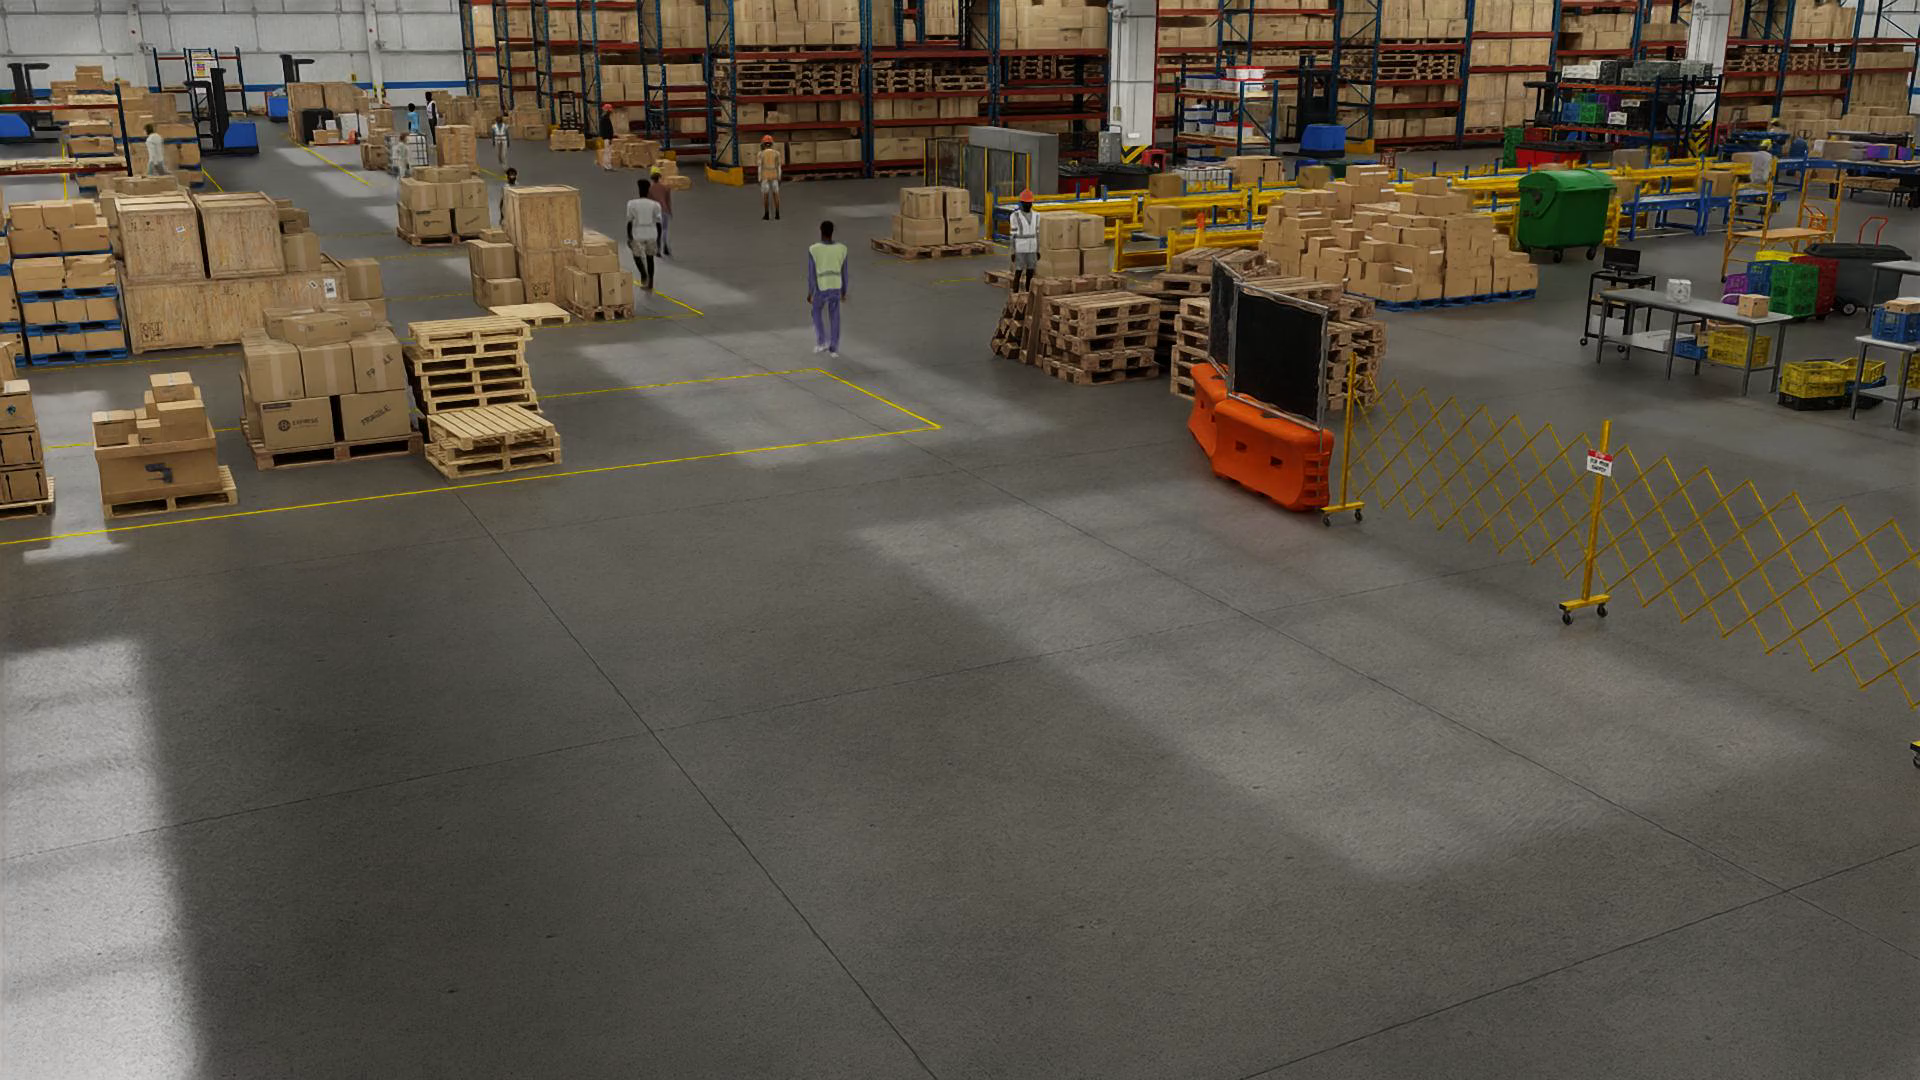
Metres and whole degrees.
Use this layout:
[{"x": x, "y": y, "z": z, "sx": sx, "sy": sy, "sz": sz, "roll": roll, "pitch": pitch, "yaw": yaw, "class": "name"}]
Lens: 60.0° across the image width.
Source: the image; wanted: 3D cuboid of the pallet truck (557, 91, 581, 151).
[{"x": -13.495, "y": -14.412, "z": 57.188, "sx": 0.823, "sy": 1.965, "sz": 1.885, "roll": -3, "pitch": 18, "yaw": -9, "class": "pallet truck"}]

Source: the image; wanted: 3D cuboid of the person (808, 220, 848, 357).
[{"x": -1.886, "y": -3.549, "z": 23.474, "sx": 0.640, "sy": 1.895, "sz": 0.598, "roll": -8, "pitch": 20, "yaw": -24, "class": "person"}]

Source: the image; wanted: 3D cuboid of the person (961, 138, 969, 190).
[{"x": 0.103, "y": -9.454, "z": 42.331, "sx": 0.434, "sy": 1.623, "sz": 0.503, "roll": -15, "pitch": 23, "yaw": -39, "class": "person"}]

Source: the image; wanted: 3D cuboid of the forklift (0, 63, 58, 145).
[{"x": -33.566, "y": -15.610, "z": 59.499, "sx": 1.873, "sy": 2.768, "sz": 1.129, "roll": -9, "pitch": 20, "yaw": -26, "class": "forklift"}]

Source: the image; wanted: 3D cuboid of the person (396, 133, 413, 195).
[{"x": -14.451, "y": -9.835, "z": 43.554, "sx": 0.845, "sy": 1.590, "sz": 0.547, "roll": -1, "pitch": 18, "yaw": -4, "class": "person"}]

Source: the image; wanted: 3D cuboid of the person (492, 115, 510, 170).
[{"x": -13.922, "y": -12.066, "z": 50.477, "sx": 0.519, "sy": 1.624, "sz": 0.479, "roll": -3, "pitch": 18, "yaw": -9, "class": "person"}]

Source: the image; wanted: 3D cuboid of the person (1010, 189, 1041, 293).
[{"x": 1.079, "y": -4.734, "z": 27.112, "sx": 0.552, "sy": 1.936, "sz": 0.360, "roll": -9, "pitch": 20, "yaw": -27, "class": "person"}]

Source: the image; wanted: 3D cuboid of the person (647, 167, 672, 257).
[{"x": -5.959, "y": -6.468, "z": 32.803, "sx": 0.550, "sy": 1.751, "sz": 0.368, "roll": -6, "pitch": 19, "yaw": -19, "class": "person"}]

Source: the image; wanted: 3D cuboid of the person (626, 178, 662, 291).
[{"x": -5.446, "y": -5.255, "z": 28.722, "sx": 0.632, "sy": 1.942, "sz": 0.459, "roll": -7, "pitch": 19, "yaw": -21, "class": "person"}]

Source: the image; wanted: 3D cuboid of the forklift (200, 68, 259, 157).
[{"x": -24.369, "y": -14.147, "z": 54.940, "sx": 1.873, "sy": 2.768, "sz": 1.129, "roll": -9, "pitch": 20, "yaw": -26, "class": "forklift"}]

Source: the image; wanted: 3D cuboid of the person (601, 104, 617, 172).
[{"x": -10.497, "y": -12.003, "z": 49.699, "sx": 0.404, "sy": 1.981, "sz": 0.622, "roll": -7, "pitch": 19, "yaw": -21, "class": "person"}]

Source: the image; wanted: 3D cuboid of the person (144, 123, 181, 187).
[{"x": -20.666, "y": -9.793, "z": 42.957, "sx": 0.885, "sy": 1.909, "sz": 0.637, "roll": 1, "pitch": 18, "yaw": 4, "class": "person"}]

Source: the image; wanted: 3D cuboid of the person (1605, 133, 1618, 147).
[{"x": 19.208, "y": -11.747, "z": 48.972, "sx": 0.542, "sy": 1.939, "sz": 0.362, "roll": -10, "pitch": 21, "yaw": -30, "class": "person"}]

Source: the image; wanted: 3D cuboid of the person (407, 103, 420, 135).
[{"x": -18.167, "y": -13.656, "z": 55.313, "sx": 0.318, "sy": 1.700, "sz": 0.535, "roll": 6, "pitch": 19, "yaw": 18, "class": "person"}]

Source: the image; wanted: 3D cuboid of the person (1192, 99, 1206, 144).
[{"x": 8.584, "y": -15.119, "z": 59.887, "sx": 0.549, "sy": 1.682, "sz": 0.428, "roll": 0, "pitch": 18, "yaw": -1, "class": "person"}]

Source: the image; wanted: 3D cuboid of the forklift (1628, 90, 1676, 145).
[{"x": 24.454, "y": -15.136, "z": 58.021, "sx": 1.873, "sy": 2.768, "sz": 1.129, "roll": -9, "pitch": 20, "yaw": -26, "class": "forklift"}]

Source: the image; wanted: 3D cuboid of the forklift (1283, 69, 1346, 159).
[{"x": 11.615, "y": -13.871, "z": 54.079, "sx": 1.129, "sy": 2.768, "sz": 1.873, "roll": -9, "pitch": 20, "yaw": -27, "class": "forklift"}]

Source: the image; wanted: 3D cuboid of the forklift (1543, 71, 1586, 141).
[{"x": 18.685, "y": -13.231, "z": 52.085, "sx": 1.873, "sy": 2.768, "sz": 1.129, "roll": -9, "pitch": 20, "yaw": -26, "class": "forklift"}]

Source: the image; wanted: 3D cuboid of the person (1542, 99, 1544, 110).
[{"x": 20.202, "y": -14.349, "z": 57.425, "sx": 0.580, "sy": 1.731, "sz": 0.580, "roll": -5, "pitch": 18, "yaw": -14, "class": "person"}]

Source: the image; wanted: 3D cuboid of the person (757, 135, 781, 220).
[{"x": -4.421, "y": -8.397, "z": 38.537, "sx": 0.552, "sy": 1.932, "sz": 0.377, "roll": -6, "pitch": 19, "yaw": -17, "class": "person"}]

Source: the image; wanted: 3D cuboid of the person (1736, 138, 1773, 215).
[{"x": 18.816, "y": -8.557, "z": 39.261, "sx": 0.812, "sy": 1.807, "sz": 0.604, "roll": -6, "pitch": 19, "yaw": -18, "class": "person"}]

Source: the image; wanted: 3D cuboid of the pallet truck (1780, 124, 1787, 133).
[{"x": 25.206, "y": -12.542, "z": 52.601, "sx": 1.601, "sy": 1.201, "sz": 0.680, "roll": 0, "pitch": 18, "yaw": -2, "class": "pallet truck"}]

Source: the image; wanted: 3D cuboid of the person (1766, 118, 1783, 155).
[{"x": 23.103, "y": -11.150, "z": 47.460, "sx": 0.638, "sy": 1.705, "sz": 0.894, "roll": -4, "pitch": 18, "yaw": -12, "class": "person"}]

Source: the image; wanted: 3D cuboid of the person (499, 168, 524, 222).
[{"x": -8.441, "y": -6.166, "z": 31.745, "sx": 0.530, "sy": 1.828, "sz": 0.879, "roll": -15, "pitch": 23, "yaw": -39, "class": "person"}]

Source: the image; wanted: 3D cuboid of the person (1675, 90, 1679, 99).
[{"x": 25.814, "y": -15.419, "z": 60.331, "sx": 0.396, "sy": 1.992, "sz": 0.623, "roll": 15, "pitch": 23, "yaw": 38, "class": "person"}]

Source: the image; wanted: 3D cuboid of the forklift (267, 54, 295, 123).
[{"x": -28.406, "y": -19.136, "z": 70.494, "sx": 1.873, "sy": 2.768, "sz": 1.129, "roll": -9, "pitch": 20, "yaw": -26, "class": "forklift"}]

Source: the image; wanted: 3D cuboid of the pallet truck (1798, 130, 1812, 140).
[{"x": 25.526, "y": -11.556, "z": 49.408, "sx": 1.630, "sy": 1.274, "sz": 0.653, "roll": -9, "pitch": 20, "yaw": -26, "class": "pallet truck"}]

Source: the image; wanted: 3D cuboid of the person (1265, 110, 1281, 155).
[{"x": 10.151, "y": -13.131, "z": 53.807, "sx": 0.521, "sy": 1.608, "sz": 0.641, "roll": -7, "pitch": 19, "yaw": -20, "class": "person"}]

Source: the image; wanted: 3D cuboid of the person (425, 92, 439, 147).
[{"x": -18.571, "y": -14.811, "z": 58.576, "sx": 0.390, "sy": 1.912, "sz": 0.589, "roll": -12, "pitch": 21, "yaw": -33, "class": "person"}]
